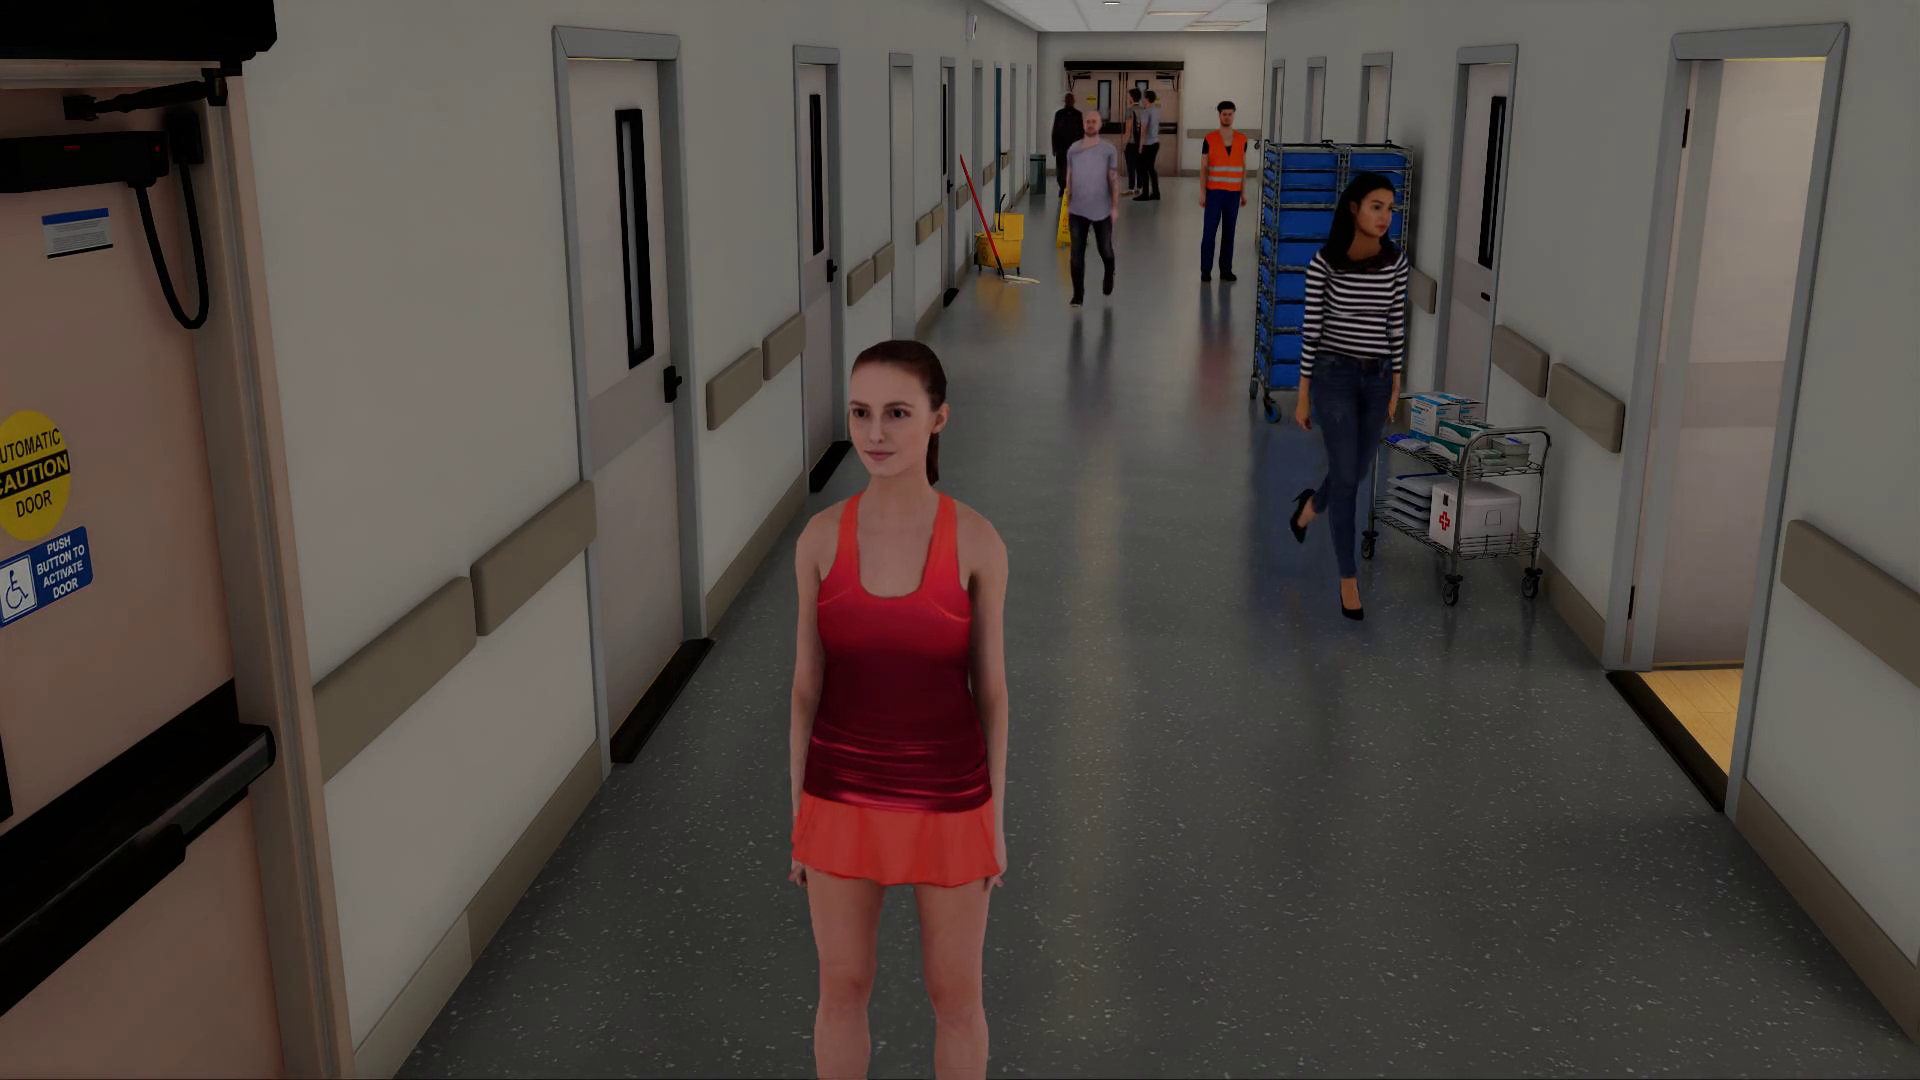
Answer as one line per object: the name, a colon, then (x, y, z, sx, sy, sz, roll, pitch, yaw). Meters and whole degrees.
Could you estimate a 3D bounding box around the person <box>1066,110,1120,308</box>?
person: (1.270, -3.148, 15.858, 0.836, 1.813, 1.183, 5, 16, 17)

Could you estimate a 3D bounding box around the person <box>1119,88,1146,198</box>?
person: (3.124, -7.127, 29.818, 0.712, 1.897, 0.788, -15, 22, -42)

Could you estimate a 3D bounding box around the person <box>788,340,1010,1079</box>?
person: (-0.106, 0.495, 3.049, 0.561, 1.751, 0.523, 2, 16, 7)

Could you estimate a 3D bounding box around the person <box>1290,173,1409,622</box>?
person: (1.579, -0.594, 6.859, 0.777, 1.764, 1.155, -3, 16, -10)

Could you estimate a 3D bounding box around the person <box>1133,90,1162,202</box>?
person: (3.324, -6.838, 28.858, 0.866, 1.862, 0.769, 11, 19, 35)

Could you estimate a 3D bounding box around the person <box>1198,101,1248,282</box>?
person: (2.812, -3.730, 17.798, 0.741, 1.880, 0.696, -2, 16, -7)

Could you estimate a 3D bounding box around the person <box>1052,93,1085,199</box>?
person: (1.883, -6.861, 29.027, 0.725, 1.814, 0.807, 1, 16, 2)
